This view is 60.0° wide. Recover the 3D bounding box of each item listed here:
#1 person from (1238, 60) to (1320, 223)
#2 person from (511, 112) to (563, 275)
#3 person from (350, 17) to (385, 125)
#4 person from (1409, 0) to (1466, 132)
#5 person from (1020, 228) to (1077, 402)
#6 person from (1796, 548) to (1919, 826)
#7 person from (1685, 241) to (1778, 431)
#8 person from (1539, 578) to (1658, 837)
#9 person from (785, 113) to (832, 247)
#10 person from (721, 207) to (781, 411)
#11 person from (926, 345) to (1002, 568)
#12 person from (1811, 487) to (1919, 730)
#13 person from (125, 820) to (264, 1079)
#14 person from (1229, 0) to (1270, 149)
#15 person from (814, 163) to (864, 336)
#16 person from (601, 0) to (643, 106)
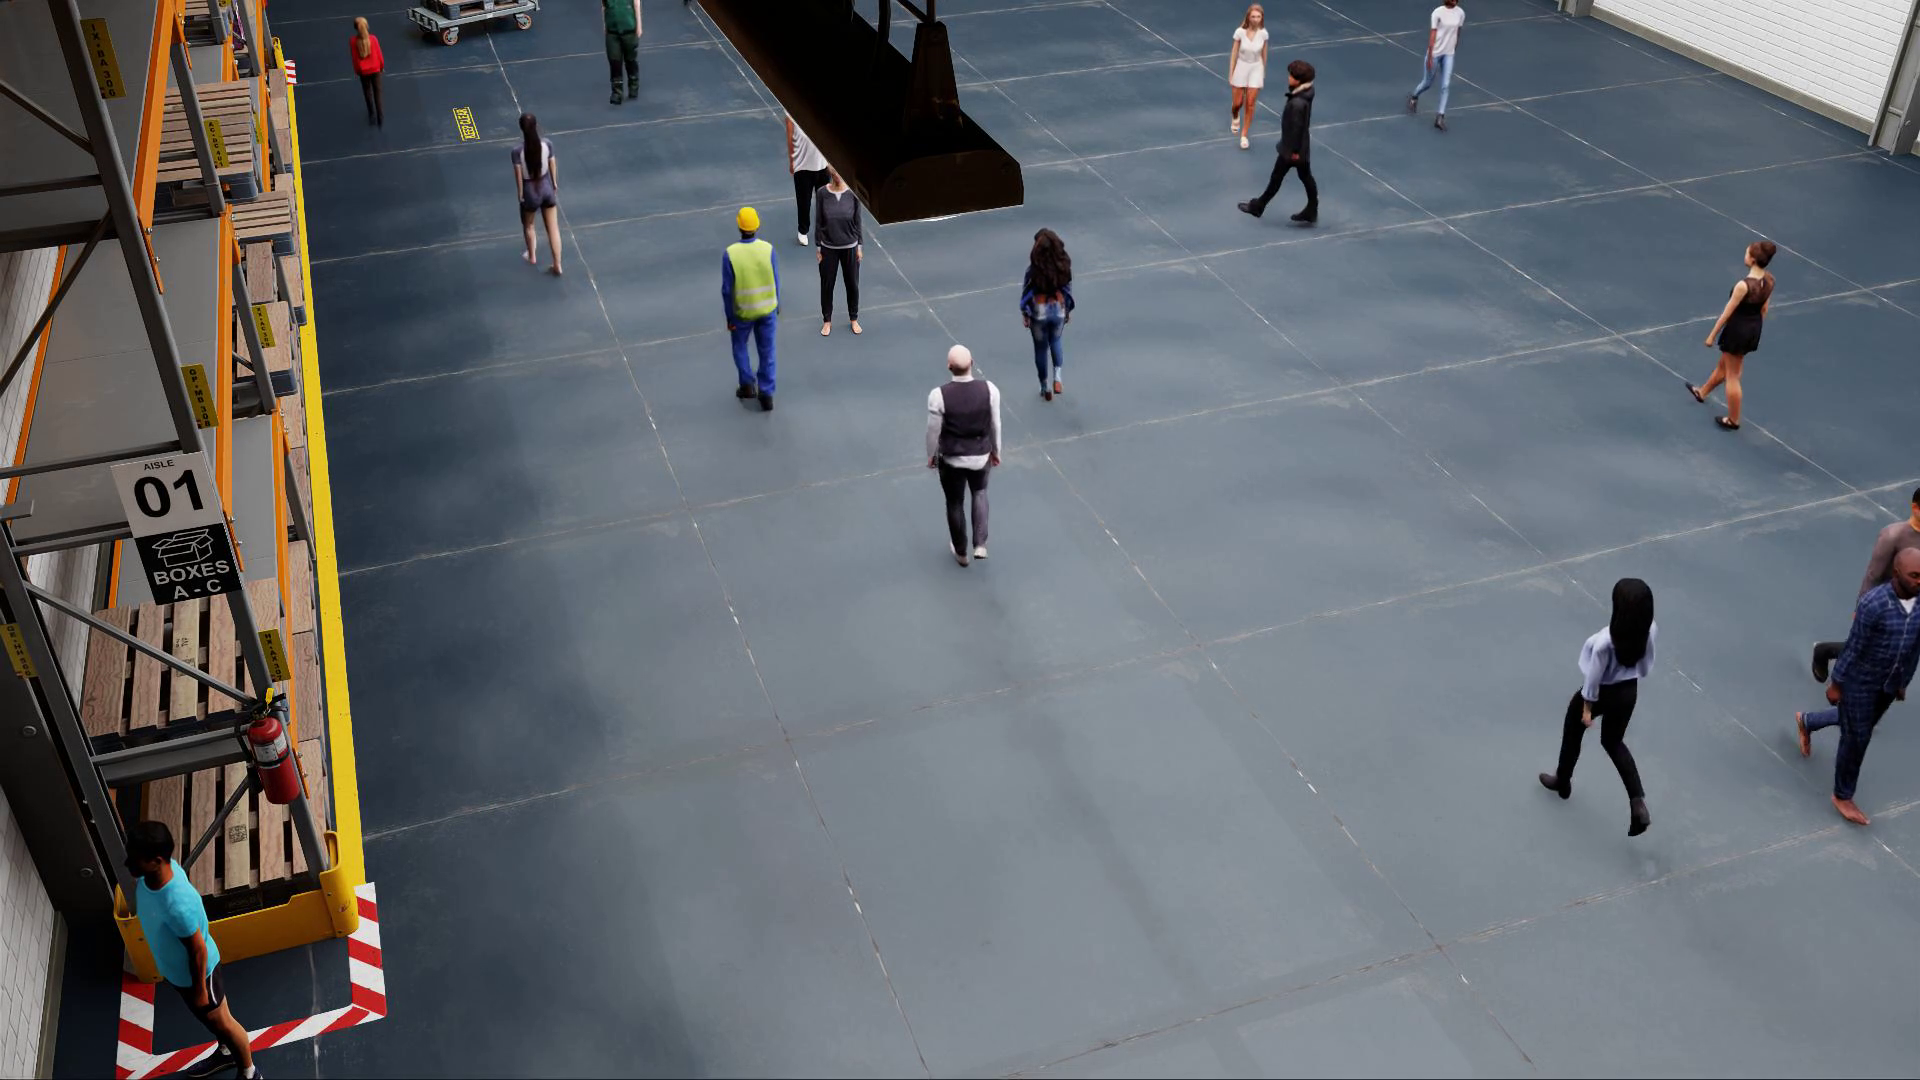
[{"bbox_3d":[3.621,-4.142,17.543,1.133,1.727,1.104,13,36,18],"label":"person"},{"bbox_3d":[-4.158,-3.403,16.519,0.707,1.629,0.884,-19,38,-27],"label":"person"},{"bbox_3d":[-7.223,-5.723,20.342,0.516,1.261,0.819,-11,35,-16],"label":"person"},{"bbox_3d":[5.789,-5.890,20.204,0.722,1.692,1.111,-5,34,-8],"label":"person"},{"bbox_3d":[0.780,-1.896,14.270,0.634,1.609,0.626,-10,35,-14],"label":"person"},{"bbox_3d":[5.462,0.783,10.073,0.744,1.793,1.120,-8,34,-11],"label":"person"},{"bbox_3d":[6.579,-1.686,13.915,0.645,1.653,0.948,-15,36,-21],"label":"person"},{"bbox_3d":[3.884,1.006,9.805,0.644,1.719,1.022,-13,36,-18],"label":"person"},{"bbox_3d":[-1.522,-3.924,17.247,0.640,1.692,0.585,-12,35,-17],"label":"person"},{"bbox_3d":[-1.743,-1.929,14.146,0.672,1.801,0.640,-10,35,-15],"label":"person"},{"bbox_3d":[0.050,-0.549,12.058,0.743,1.815,0.763,-8,34,-11],"label":"person"},{"bbox_3d":[5.952,0.367,10.735,0.922,1.755,0.751,-11,35,-16],"label":"person"},{"bbox_3d":[-3.771,2.064,8.161,0.746,1.777,0.602,-28,43,-35],"label":"person"},{"bbox_3d":[3.406,-5.510,19.644,0.731,1.680,0.848,2,34,3],"label":"person"},{"bbox_3d":[-1.127,-2.755,15.459,0.641,1.724,0.586,-5,34,-7],"label":"person"},{"bbox_3d":[-4.236,-6.444,20.930,0.891,1.812,1.095,1,34,1],"label":"person"}]
